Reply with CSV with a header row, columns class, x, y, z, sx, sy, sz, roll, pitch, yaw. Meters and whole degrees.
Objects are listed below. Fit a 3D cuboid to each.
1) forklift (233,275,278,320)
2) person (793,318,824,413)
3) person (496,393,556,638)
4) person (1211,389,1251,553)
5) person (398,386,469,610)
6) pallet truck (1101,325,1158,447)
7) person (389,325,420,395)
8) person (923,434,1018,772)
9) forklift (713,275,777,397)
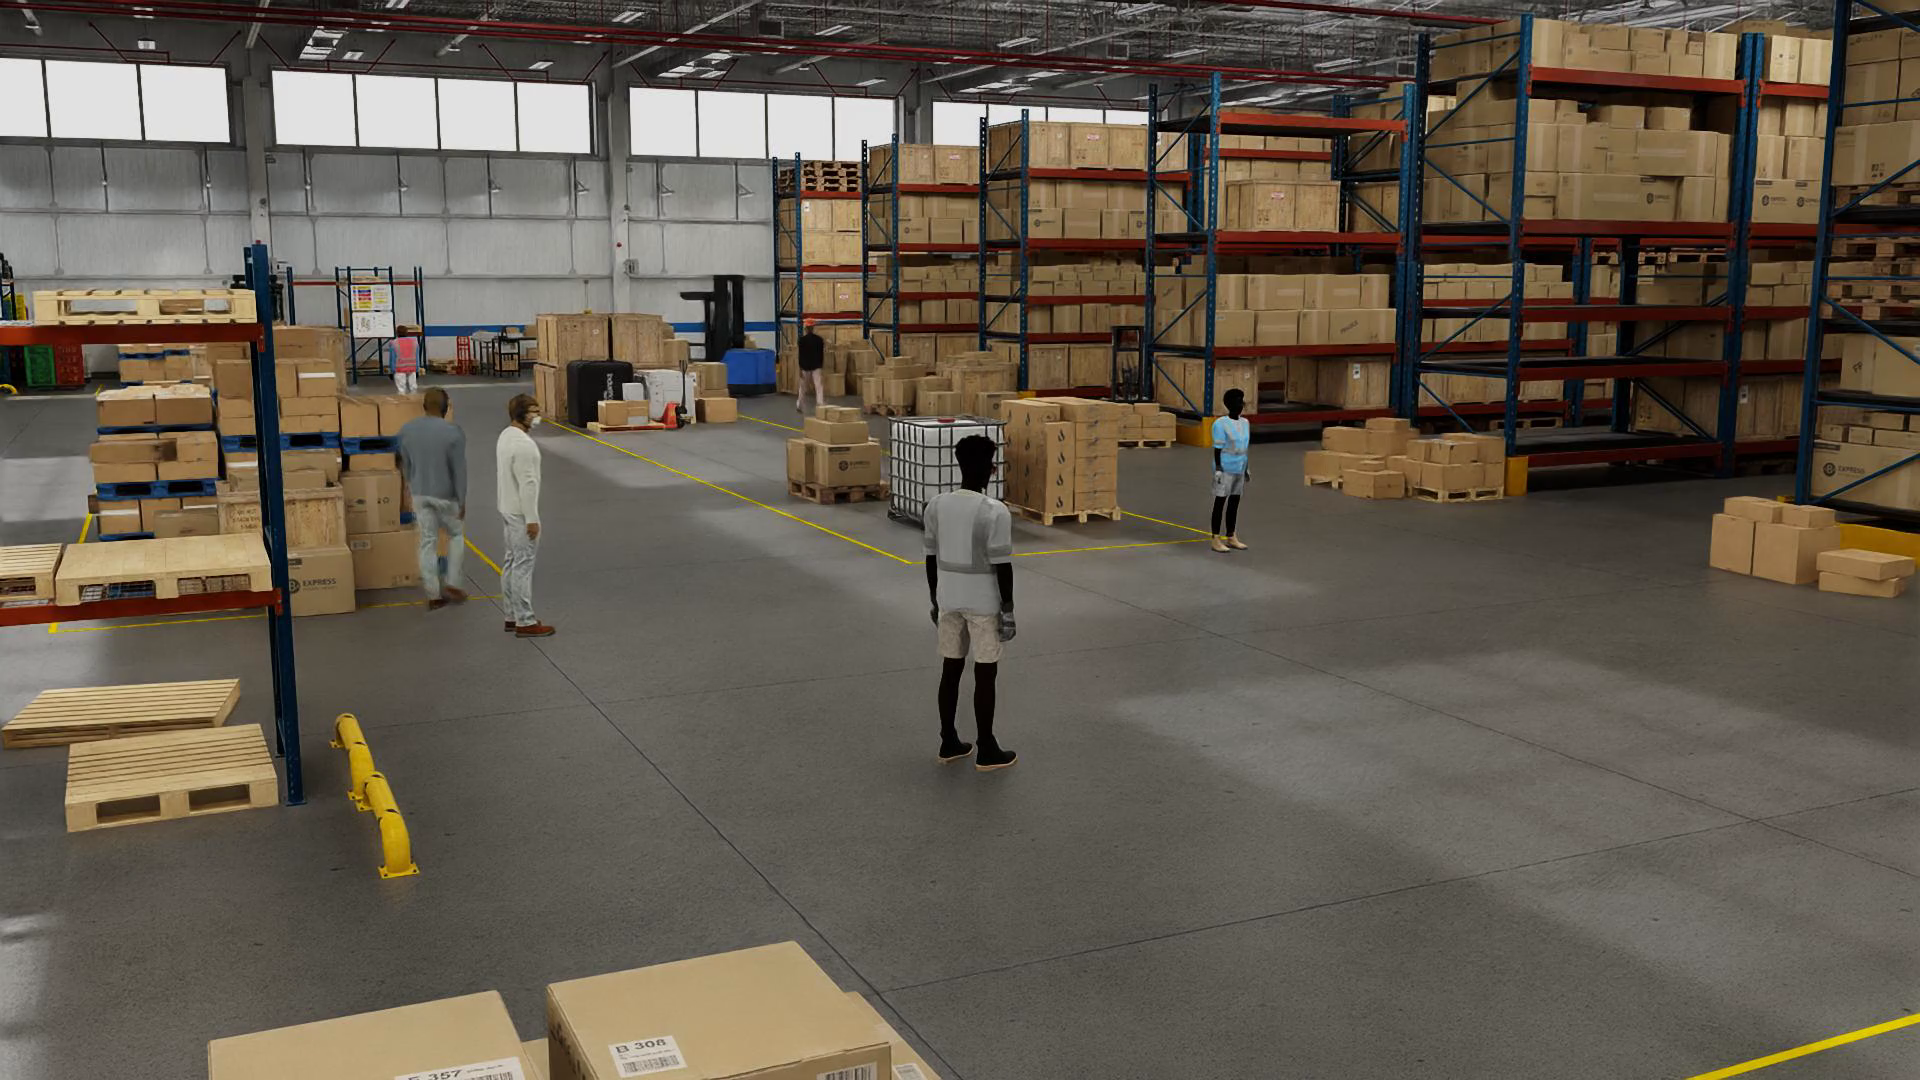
class,x,y,z,sx,sy,sz,roll,pitch,yaw
forklift,-16.118,-4.697,38.226,1.129,2.768,1.873,-4,10,-25
person,-3.046,-3.512,33.753,0.643,1.944,1.027,-6,11,-32
person,-3.485,-0.197,13.231,0.371,1.936,0.629,-5,10,-29
person,2.805,-0.720,17.213,0.529,1.697,0.321,-8,12,-40
person,-4.507,-0.370,14.381,0.627,1.911,0.630,1,9,5
pallet truck,2.881,-2.596,27.923,0.823,1.965,1.885,-1,9,-7
person,-11.058,-3.349,33.082,0.621,1.845,0.429,-8,12,-42
person,0.072,0.363,9.681,0.616,1.957,0.361,7,12,38
forklift,-5.320,-4.766,38.655,1.873,2.768,1.129,4,10,22
